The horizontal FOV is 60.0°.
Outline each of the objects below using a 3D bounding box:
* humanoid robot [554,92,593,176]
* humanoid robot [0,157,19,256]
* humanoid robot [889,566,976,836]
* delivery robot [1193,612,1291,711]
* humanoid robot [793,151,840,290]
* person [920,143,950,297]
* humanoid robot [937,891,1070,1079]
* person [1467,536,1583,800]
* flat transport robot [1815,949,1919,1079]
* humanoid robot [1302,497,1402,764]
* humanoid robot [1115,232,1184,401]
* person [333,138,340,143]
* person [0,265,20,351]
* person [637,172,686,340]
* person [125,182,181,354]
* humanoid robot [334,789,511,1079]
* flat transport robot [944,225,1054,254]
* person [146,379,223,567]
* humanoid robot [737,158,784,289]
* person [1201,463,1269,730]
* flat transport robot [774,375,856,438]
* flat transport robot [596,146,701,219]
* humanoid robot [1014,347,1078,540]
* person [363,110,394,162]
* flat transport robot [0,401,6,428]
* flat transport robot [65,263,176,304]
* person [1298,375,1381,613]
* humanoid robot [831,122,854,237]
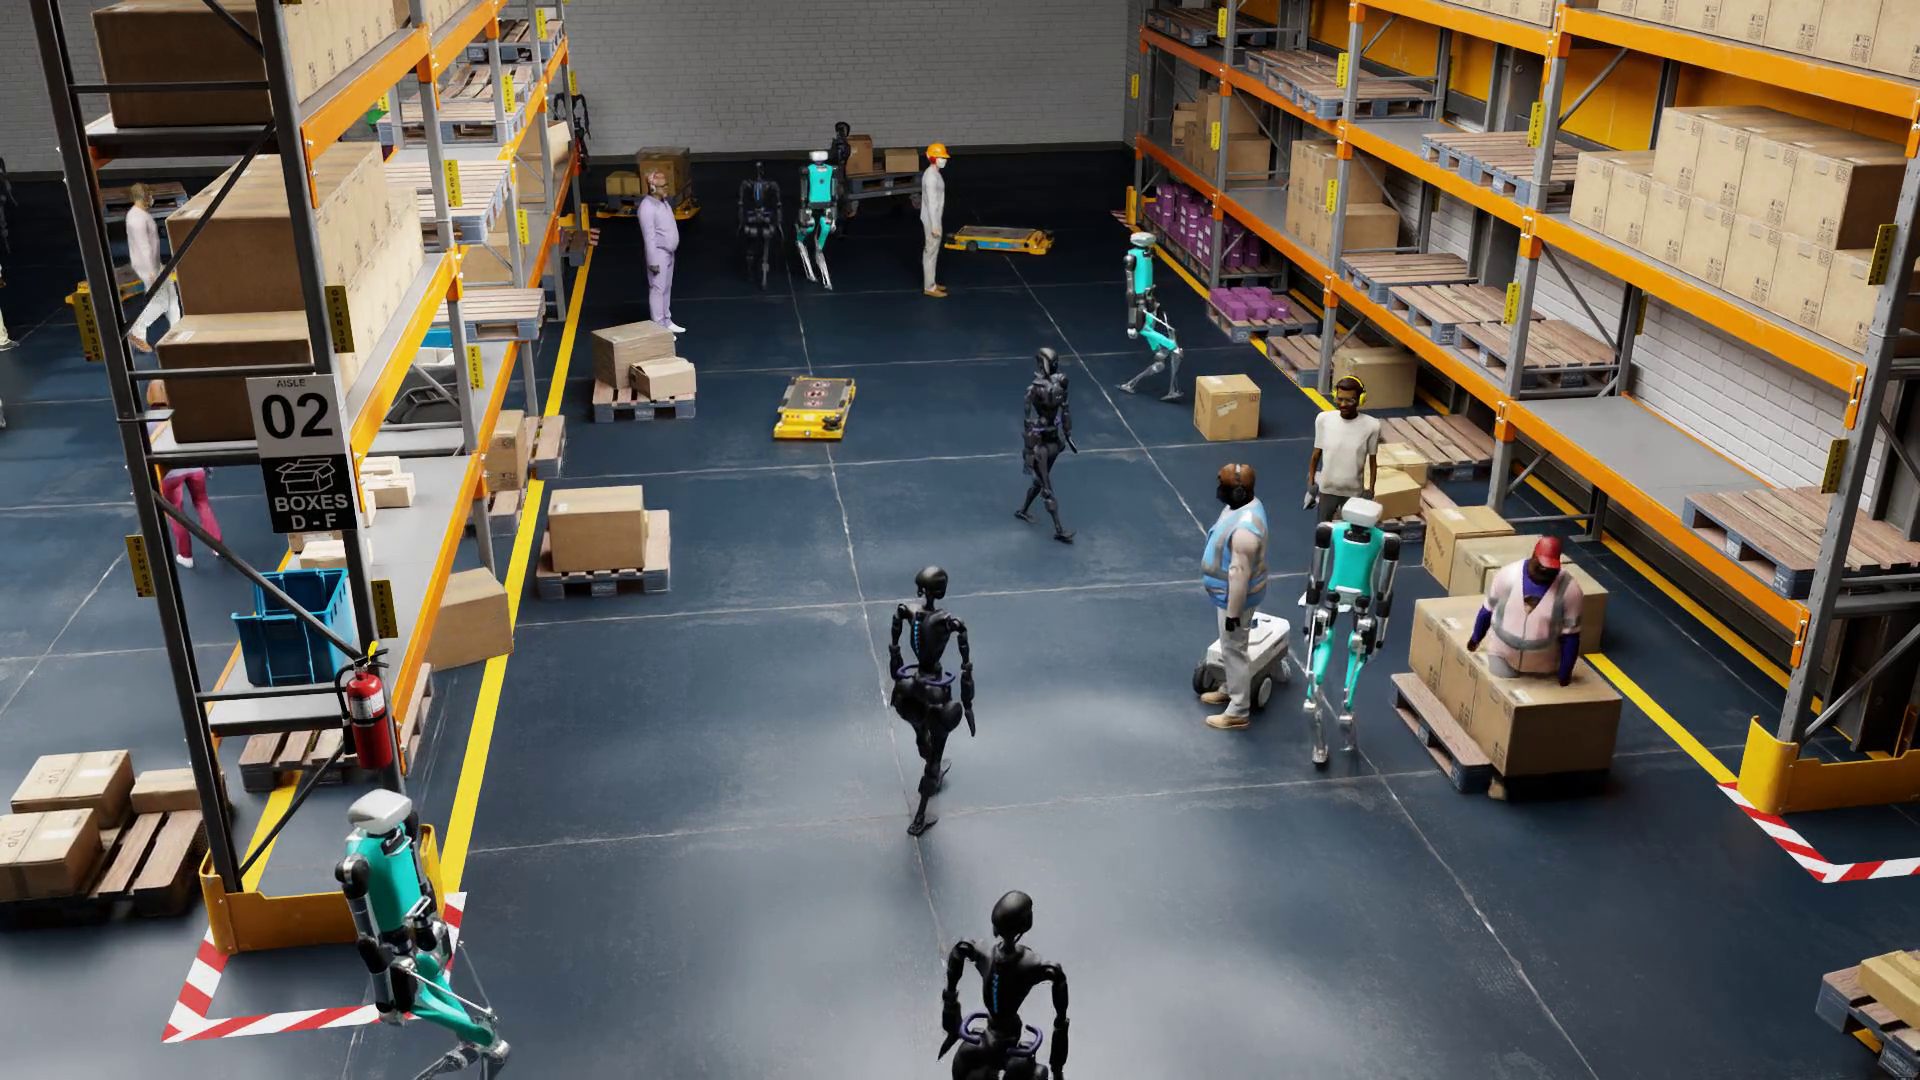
[{"bbox_3d":[-6.431,-6.829,27.526,0.611,1.641,0.463,-1,24,-2],"label":"humanoid robot"},{"bbox_3d":[-13.284,-4.756,22.796,0.593,1.633,0.689,-13,27,-27],"label":"humanoid robot"},{"bbox_3d":[-0.149,0.896,9.915,0.610,1.629,0.723,14,27,28],"label":"humanoid robot"},{"bbox_3d":[1.980,0.806,11.497,0.504,0.603,0.774,15,28,31],"label":"delivery robot"},{"bbox_3d":[-1.855,-4.080,21.172,0.544,1.798,0.794,-11,26,-23],"label":"humanoid robot"},{"bbox_3d":[-0.311,-4.006,20.787,0.374,1.893,0.570,0,24,0],"label":"person"},{"bbox_3d":[0.163,2.175,7.038,0.602,1.635,0.796,9,25,19],"label":"humanoid robot"},{"bbox_3d":[3.494,0.690,10.341,0.653,1.694,0.881,9,25,20],"label":"person"},{"bbox_3d":[4.939,2.559,7.849,0.659,0.231,1.431,-8,25,-17],"label":"flat transport robot"},{"bbox_3d":[2.366,0.678,10.343,0.557,1.815,0.750,9,25,19],"label":"humanoid robot"},{"bbox_3d":[2.057,-2.225,16.979,1.016,1.774,0.531,15,28,30],"label":"humanoid robot"},{"bbox_3d":[-9.435,-5.806,25.006,0.949,1.792,0.631,3,24,7],"label":"person"},{"bbox_3d":[-10.999,-2.981,18.622,0.562,1.751,0.328,0,24,0],"label":"person"},{"bbox_3d":[-3.412,-3.253,19.055,0.413,1.908,0.638,4,24,8],"label":"person"},{"bbox_3d":[-9.004,-3.045,18.597,0.687,1.891,0.662,-8,25,-17],"label":"person"},{"bbox_3d":[-2.311,1.946,7.446,0.900,1.781,0.545,5,24,10],"label":"humanoid robot"},{"bbox_3d":[0.553,-4.182,23.205,1.431,0.231,0.659,6,24,13],"label":"flat transport robot"},{"bbox_3d":[-6.219,-0.544,13.225,0.391,1.621,0.513,20,31,38],"label":"person"},{"bbox_3d":[-2.555,-4.032,21.184,0.610,1.619,0.732,0,24,1],"label":"humanoid robot"},{"bbox_3d":[1.790,0.357,10.927,0.430,1.834,0.620,2,24,5],"label":"person"},{"bbox_3d":[-1.446,-1.344,16.739,0.659,0.231,1.431,1,24,2],"label":"flat transport robot"},{"bbox_3d":[-4.694,-5.004,25.079,1.431,0.231,0.659,2,24,5],"label":"flat transport robot"},{"bbox_3d":[0.752,-0.828,13.871,0.791,1.623,0.594,20,31,38],"label":"humanoid robot"},{"bbox_3d":[-7.857,-4.946,22.909,0.617,1.917,0.522,-3,24,-6],"label":"person"},{"bbox_3d":[-9.867,-1.025,16.014,0.659,0.231,1.431,-14,27,-28],"label":"flat transport robot"},{"bbox_3d":[-10.585,-3.250,21.083,0.659,0.231,1.431,4,24,10],"label":"flat transport robot"},{"bbox_3d":[2.856,-0.348,12.482,0.526,1.869,0.311,9,25,20],"label":"person"},{"bbox_3d":[-1.687,-5.088,23.524,0.359,1.647,0.612,0,24,0],"label":"humanoid robot"}]
